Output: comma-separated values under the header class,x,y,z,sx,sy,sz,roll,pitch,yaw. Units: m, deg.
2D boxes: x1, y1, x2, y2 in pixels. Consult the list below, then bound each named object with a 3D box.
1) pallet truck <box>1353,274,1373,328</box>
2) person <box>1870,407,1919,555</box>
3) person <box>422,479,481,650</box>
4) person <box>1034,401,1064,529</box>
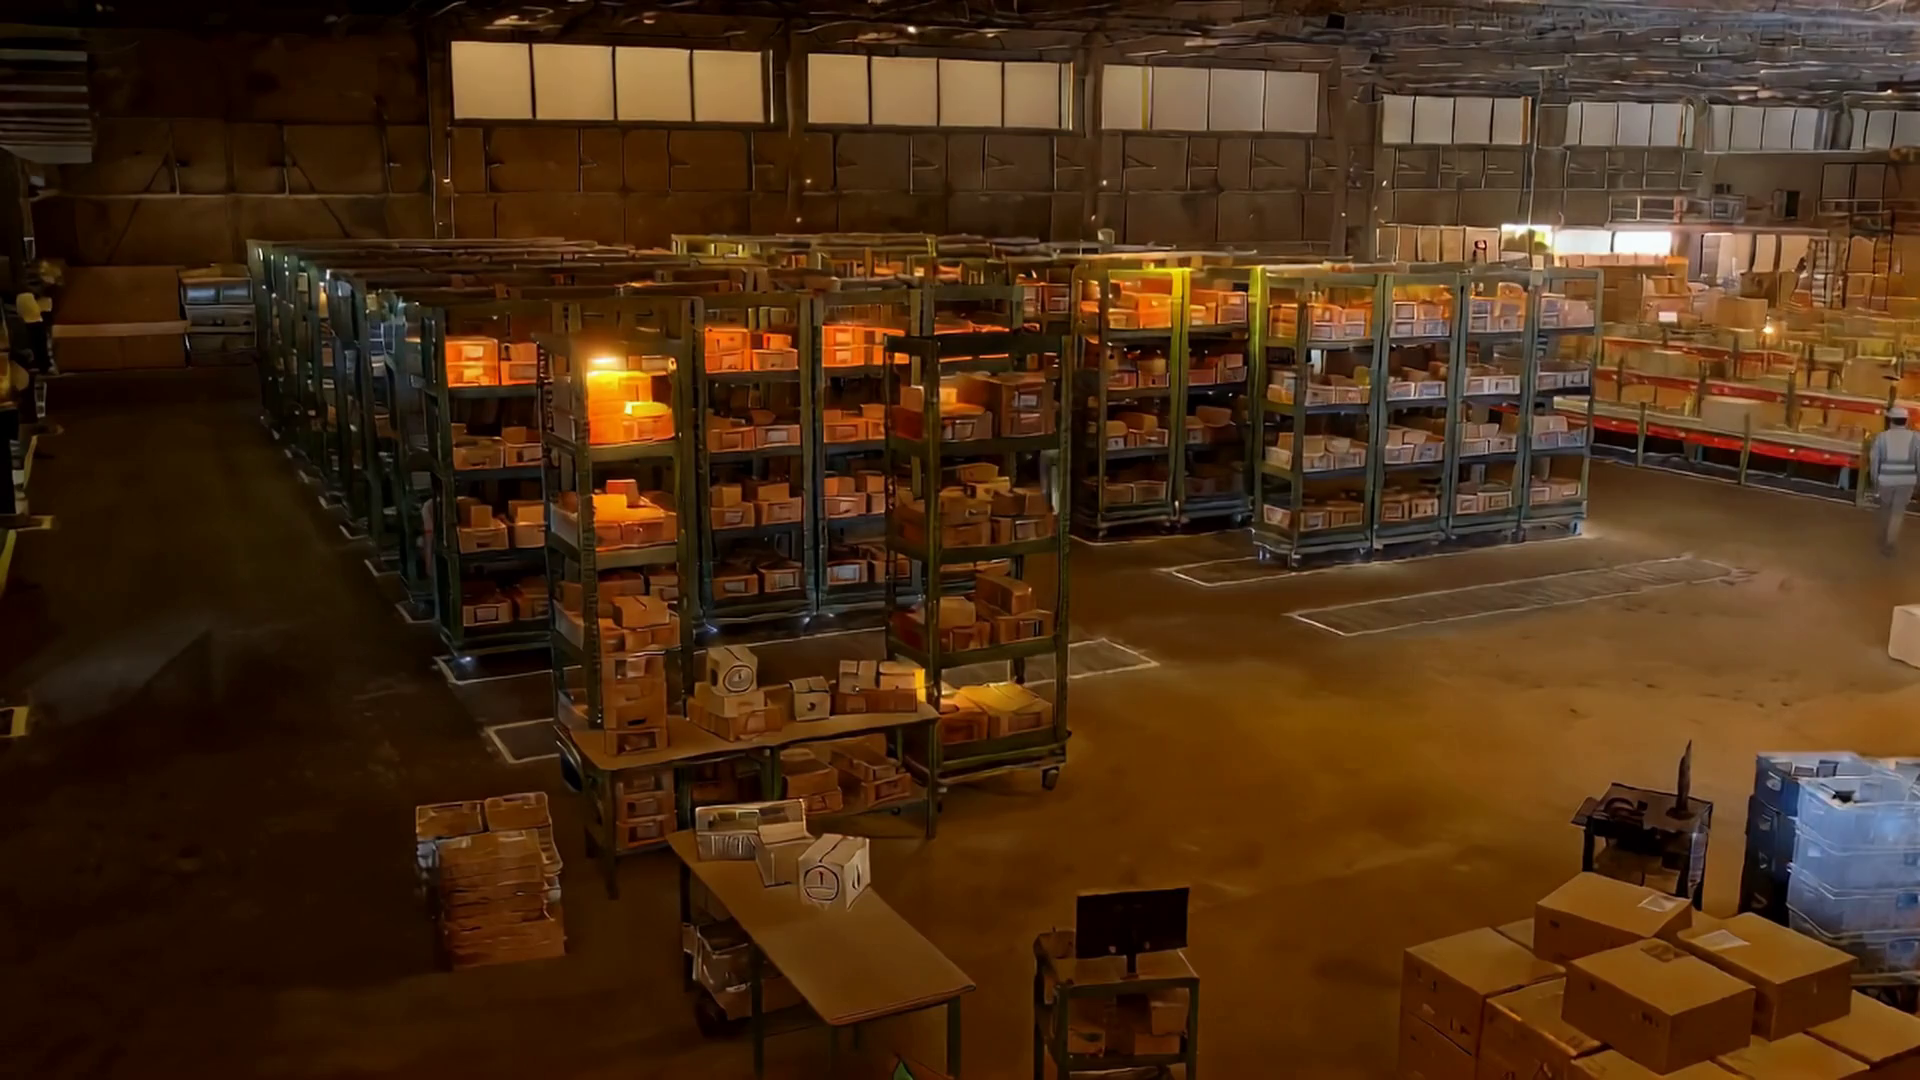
class,x,y,z,sx,sy,sz,roll,pitch,yaw
pallet truck,13.011,-8.050,55.243,0.823,1.965,1.885,-7,14,-28
person,12.087,-0.765,21.459,0.625,1.886,1.017,8,15,34
person,-5.211,0.188,17.081,0.564,1.839,0.390,-9,15,-36
person,1.269,-1.035,22.875,0.429,1.815,0.596,-10,16,-39
